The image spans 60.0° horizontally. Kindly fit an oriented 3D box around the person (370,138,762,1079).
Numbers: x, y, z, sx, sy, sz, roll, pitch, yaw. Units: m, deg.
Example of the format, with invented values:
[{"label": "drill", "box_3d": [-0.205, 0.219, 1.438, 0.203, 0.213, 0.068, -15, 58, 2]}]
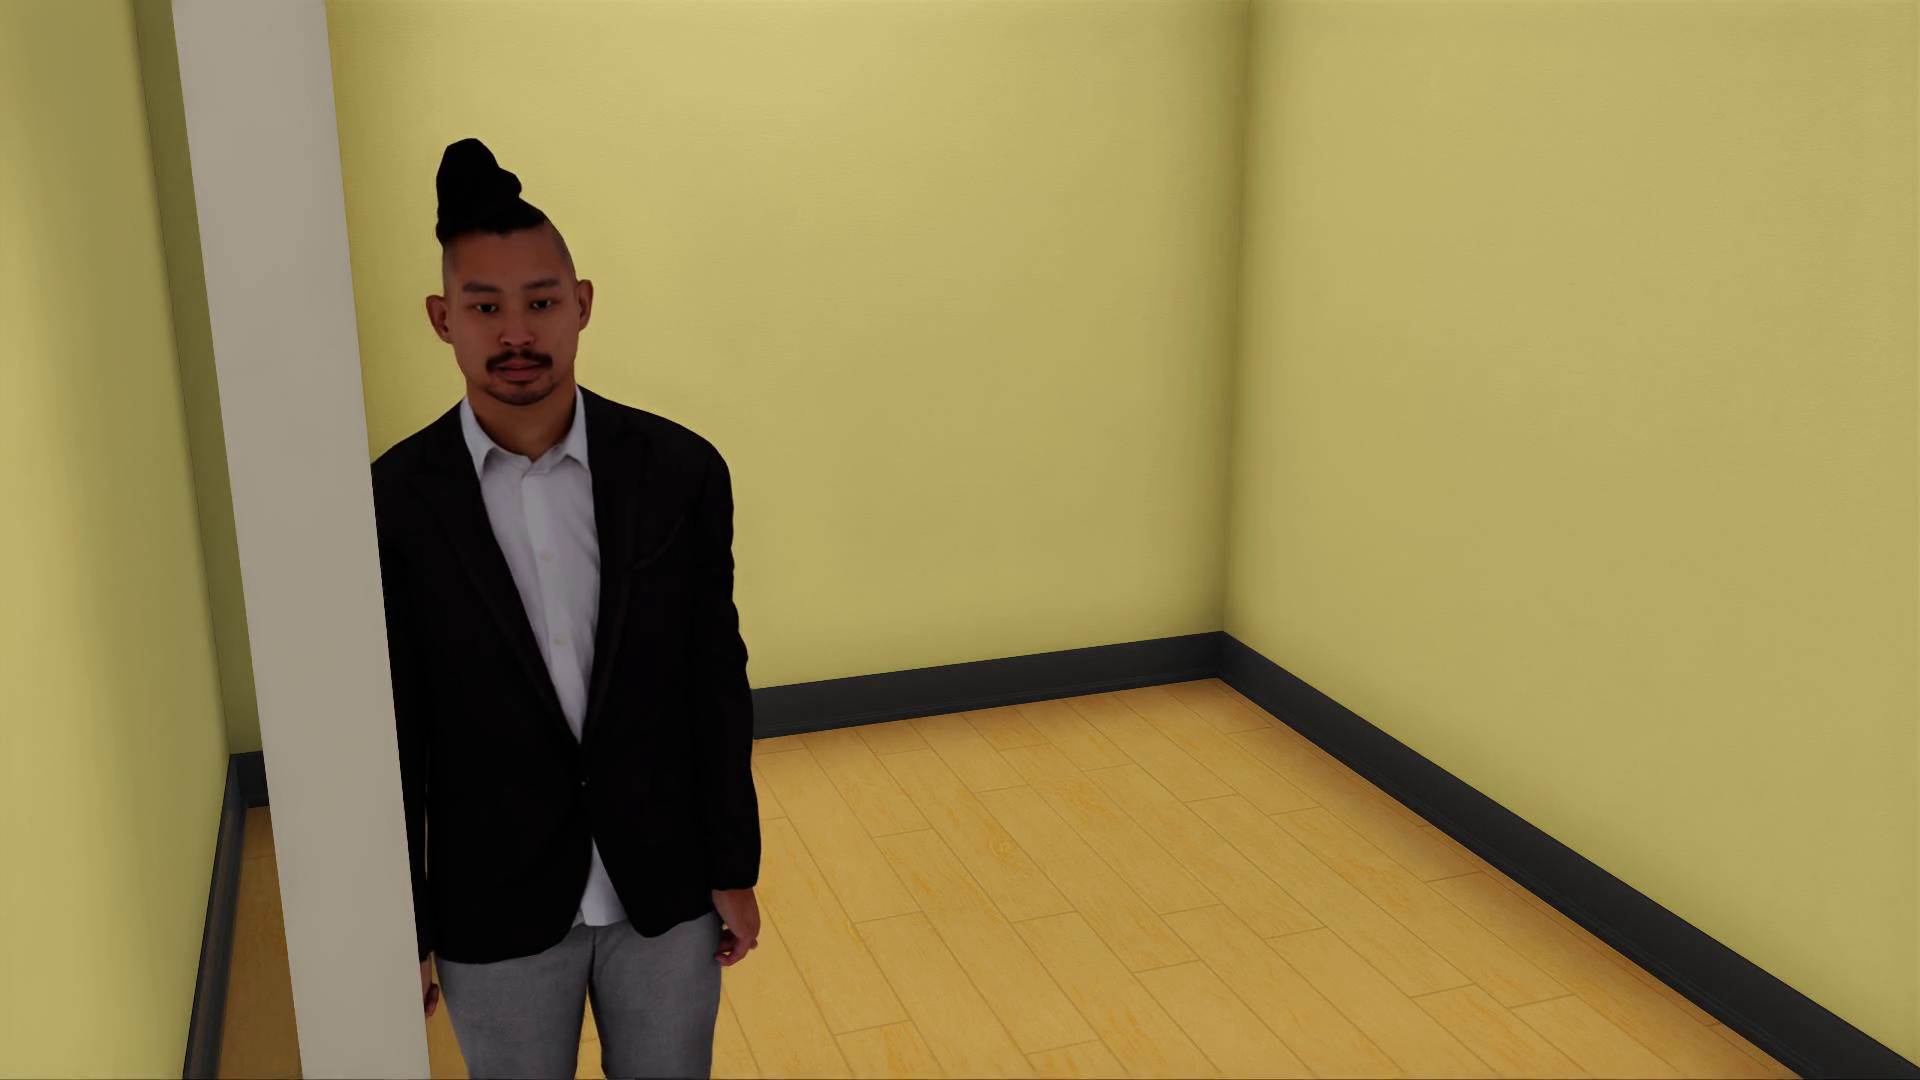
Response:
[{"label": "person", "box_3d": [-0.552, 0.433, 2.344, 0.518, 1.951, 0.765, -6, 17, -20]}]
